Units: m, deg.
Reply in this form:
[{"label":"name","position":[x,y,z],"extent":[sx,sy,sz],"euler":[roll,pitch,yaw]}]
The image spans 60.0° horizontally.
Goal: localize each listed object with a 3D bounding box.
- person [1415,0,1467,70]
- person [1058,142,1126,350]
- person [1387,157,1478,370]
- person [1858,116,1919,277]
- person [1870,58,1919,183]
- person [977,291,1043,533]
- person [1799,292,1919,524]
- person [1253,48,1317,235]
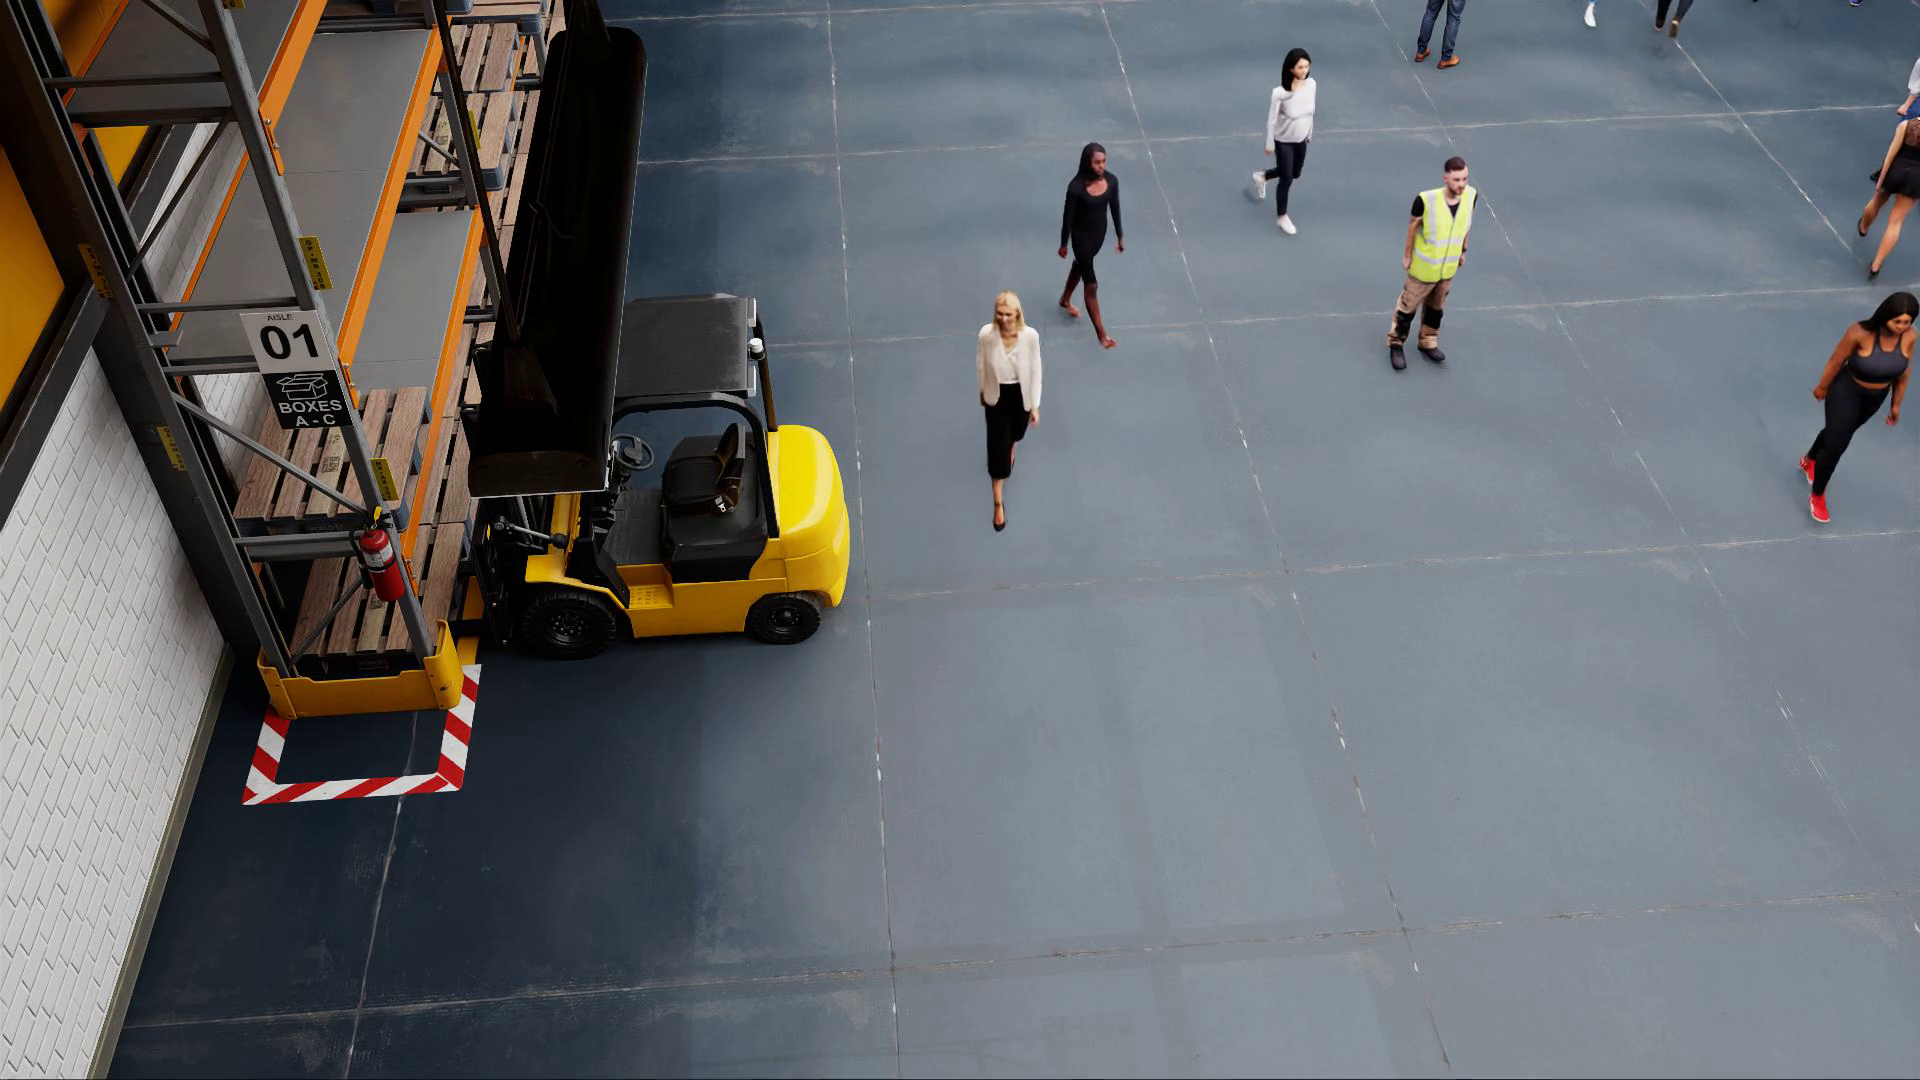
[{"label":"person","position":[4.948,-5.675,16.755],"extent":[0.750,1.831,0.796],"euler":[28,50,26]},{"label":"person","position":[0.986,-2.464,13.495],"extent":[0.983,1.677,1.216],"euler":[-23,48,-23]},{"label":"person","position":[3.738,-2.200,13.095],"extent":[0.744,1.846,0.763],"euler":[-10,45,-11]},{"label":"person","position":[8.011,-3.015,14.112],"extent":[0.949,1.625,1.189],"euler":[18,46,18]},{"label":"person","position":[8.762,-4.001,15.138],"extent":[0.678,1.636,0.704],"euler":[-31,52,-29]},{"label":"person","position":[0.369,-1.033,11.894],"extent":[0.695,1.813,1.161],"euler":[1,44,1]},{"label":"person","position":[6.425,-1.097,11.981],"extent":[0.665,1.787,0.937],"euler":[-2,44,-2]},{"label":"person","position":[2.860,-3.562,14.645],"extent":[0.869,1.681,1.047],"euler":[-22,48,-21]}]
